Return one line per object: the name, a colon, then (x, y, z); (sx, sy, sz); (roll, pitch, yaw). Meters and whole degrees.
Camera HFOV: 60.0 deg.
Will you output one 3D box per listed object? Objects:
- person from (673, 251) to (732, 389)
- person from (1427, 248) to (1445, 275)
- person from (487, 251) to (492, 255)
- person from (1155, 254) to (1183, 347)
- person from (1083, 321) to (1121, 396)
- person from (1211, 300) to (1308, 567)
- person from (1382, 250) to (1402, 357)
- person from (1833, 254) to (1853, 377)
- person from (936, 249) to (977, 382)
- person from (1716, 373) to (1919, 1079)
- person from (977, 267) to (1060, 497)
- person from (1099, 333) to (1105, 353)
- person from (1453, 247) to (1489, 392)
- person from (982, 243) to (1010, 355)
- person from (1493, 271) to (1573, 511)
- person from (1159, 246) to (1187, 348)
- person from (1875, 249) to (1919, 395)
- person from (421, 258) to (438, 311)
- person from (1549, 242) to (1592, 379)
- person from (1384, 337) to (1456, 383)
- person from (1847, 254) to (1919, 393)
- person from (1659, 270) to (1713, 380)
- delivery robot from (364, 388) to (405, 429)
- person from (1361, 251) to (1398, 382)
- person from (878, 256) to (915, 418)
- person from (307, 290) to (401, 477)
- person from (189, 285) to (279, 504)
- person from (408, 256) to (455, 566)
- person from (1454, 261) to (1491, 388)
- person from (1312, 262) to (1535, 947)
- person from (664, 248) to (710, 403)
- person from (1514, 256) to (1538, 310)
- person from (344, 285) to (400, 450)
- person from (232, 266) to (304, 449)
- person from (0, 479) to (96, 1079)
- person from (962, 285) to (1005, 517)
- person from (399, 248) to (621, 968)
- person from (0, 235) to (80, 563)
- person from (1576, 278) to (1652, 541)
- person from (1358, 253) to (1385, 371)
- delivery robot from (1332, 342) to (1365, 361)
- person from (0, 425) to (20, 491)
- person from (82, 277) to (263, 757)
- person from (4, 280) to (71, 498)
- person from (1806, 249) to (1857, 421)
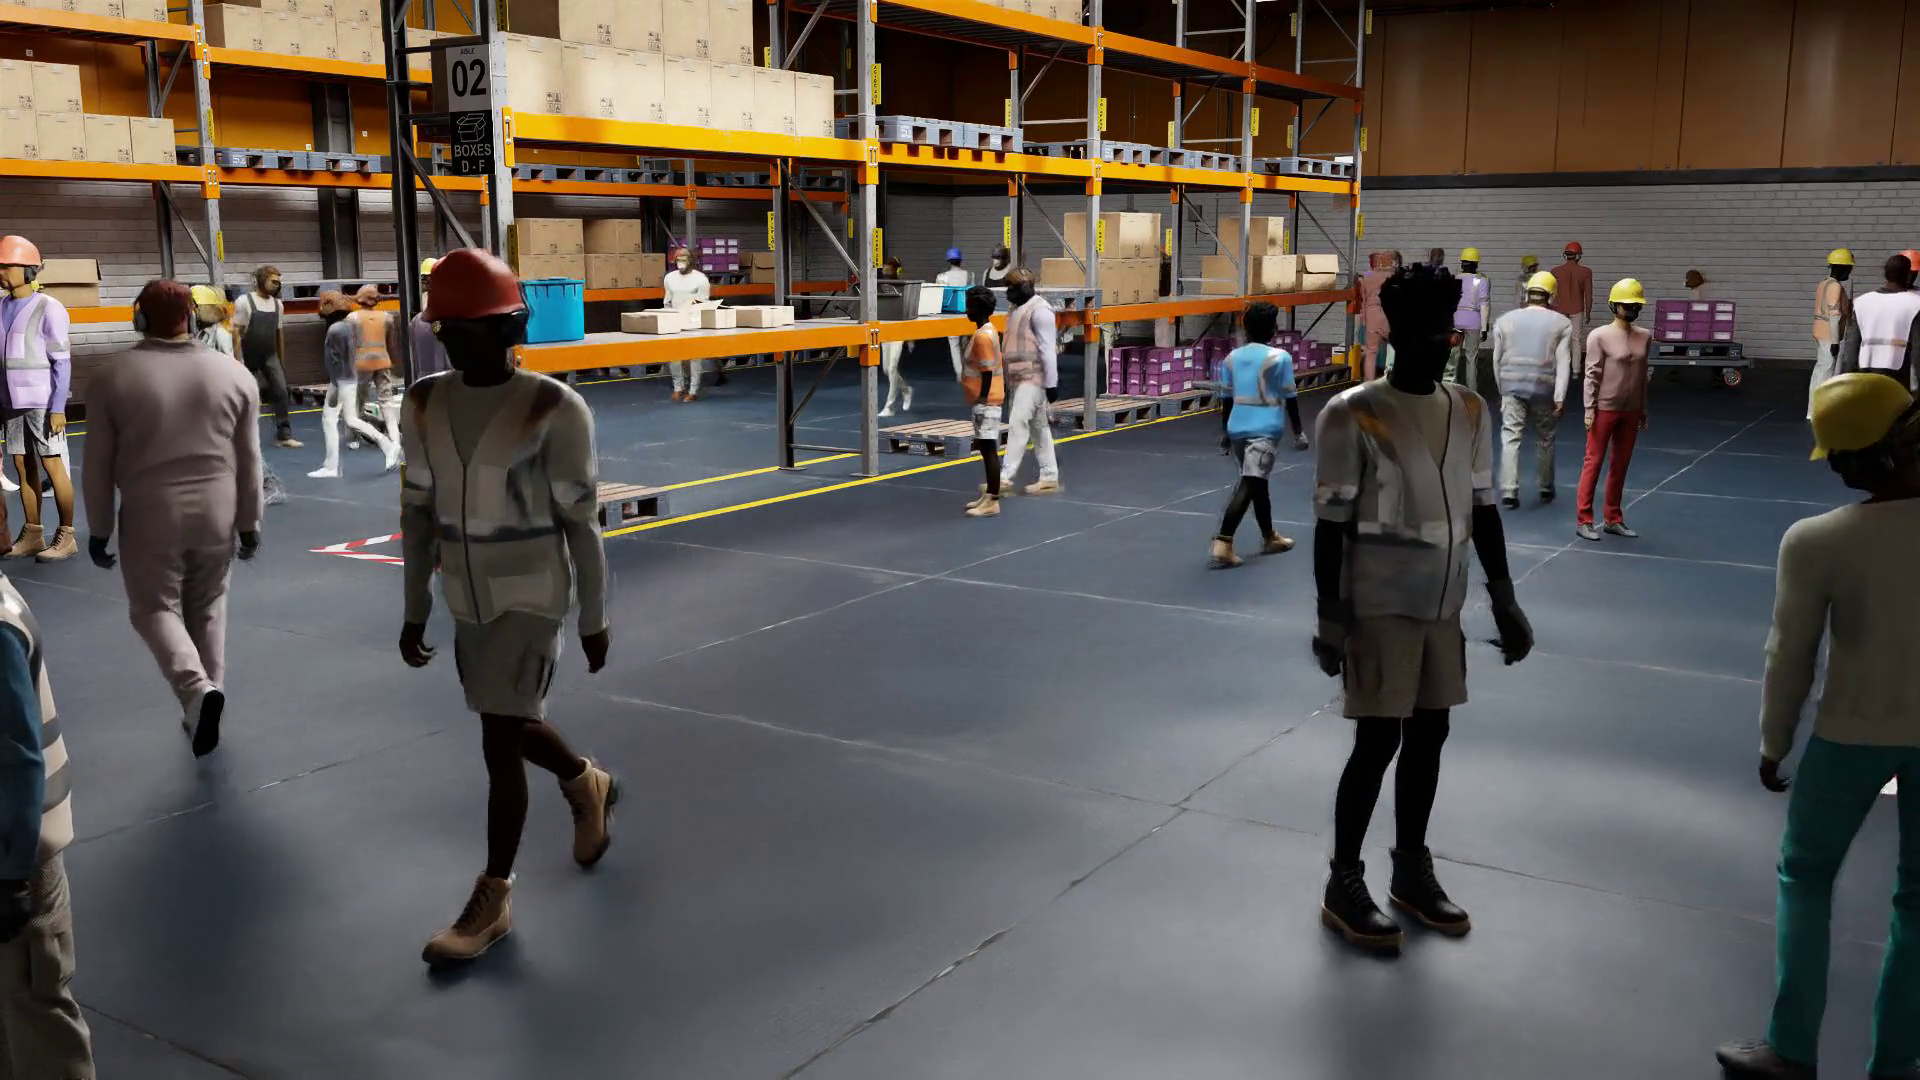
person: (-3.568, -3.012, 22.737); (0.577, 1.899, 0.783); (6, 12, 29)
person: (7.968, -3.919, 27.755); (0.653, 1.885, 0.683); (2, 10, 13)
person: (-6.028, -2.766, 21.395); (0.362, 1.883, 0.575); (-6, 12, -32)
person: (3.667, -4.195, 29.439); (0.623, 1.841, 0.430); (8, 13, 37)
person: (1.832, -2.763, 21.432); (0.518, 1.865, 0.328); (4, 11, 20)
person: (1.851, -0.672, 10.432); (0.882, 1.654, 0.541); (-7, 12, -34)
person: (6.025, -3.085, 23.169); (0.646, 1.895, 1.017); (6, 12, 28)
person: (11.414, -2.795, 21.583); (0.328, 1.875, 0.513); (-2, 10, -10)
person: (-0.062, -3.255, 24.060); (0.618, 1.889, 1.018); (-2, 10, -10)
person: (2.129, 0.484, 3.835); (0.603, 1.733, 0.380); (5, 11, 24)
person: (0.434, -1.242, 13.160); (0.848, 1.804, 0.657); (-3, 11, -18)
person: (2.651, -4.316, 29.994); (0.374, 1.900, 0.783); (0, 10, -2)
person: (6.335, -2.686, 20.827); (0.585, 1.928, 0.369); (9, 14, 41)
person: (0.642, -3.406, 24.501); (0.674, 2.000, 1.045); (8, 13, 39)
person: (4.343, -1.136, 12.644); (0.592, 1.777, 0.911); (5, 12, 28)
person: (3.128, -3.438, 24.827); (0.463, 1.981, 0.646); (-5, 12, -27)
person: (8.656, -1.702, 15.345); (0.544, 1.938, 0.355); (3, 11, 15)
person: (-5.416, -1.988, 17.220); (0.586, 1.835, 0.404); (9, 14, 42)
person: (8.920, -3.354, 24.347); (0.623, 1.990, 0.390); (5, 11, 25)
person: (3.304, -0.949, 12.009); (0.498, 1.636, 0.278); (3, 11, 17)
person: (7.727, -1.422, 13.888); (0.668, 1.902, 0.614); (-8, 13, -36)
person: (10.644, -3.101, 24.042); (0.815, 1.602, 0.513); (3, 11, 18)
delivery robot: (-5.521, -1.270, 16.525); (0.707, 0.478, 0.477); (-8, 13, -39)
person: (5.476, -2.771, 21.429); (0.678, 1.870, 0.736); (8, 13, 37)
person: (-0.739, -2.359, 19.248); (0.527, 1.850, 0.789); (6, 12, 30)
person: (-5.231, -1.339, 14.247); (0.699, 1.603, 0.505); (-1, 10, -7)
person: (-5.486, -1.039, 12.336); (0.497, 1.703, 0.890); (9, 13, 40)
person: (-3.118, -0.777, 10.253); (0.540, 1.930, 0.382); (6, 12, 31)
person: (6.942, -2.995, 22.785); (0.634, 1.839, 0.429); (1, 10, 8)
person: (1.326, 0.184, 4.841); (0.628, 1.960, 0.449); (-6, 12, -29)
person: (-3.403, -2.635, 20.553); (0.667, 1.919, 0.583); (3, 11, 19)
person: (8.825, -3.501, 25.754); (0.644, 1.767, 0.935); (-1, 10, -5)
person: (-5.637, -1.636, 15.931); (0.525, 1.598, 0.774); (-8, 13, -39)
person: (-6.876, -1.777, 16.187); (0.891, 1.794, 0.542); (7, 13, 35)
person: (-1.929, 0.620, 3.304); (0.315, 1.641, 0.515); (-9, 14, -41)
person: (0.171, -1.015, 12.207); (0.317, 1.696, 0.540); (0, 10, 2)
person: (-1.294, 0.147, 4.921); (0.608, 2.011, 0.985); (4, 11, 22)
person: (-5.865, -0.877, 10.472); (0.608, 2.048, 0.364); (4, 11, 19)
person: (4.451, -0.876, 11.249); (0.533, 1.767, 0.327); (-4, 11, -20)
person: (6.404, -3.551, 25.913); (0.583, 1.814, 0.792); (-3, 11, -18)
delivery robot: (5.904, -2.847, 25.261); (0.477, 0.478, 0.707); (7, 12, 33)
person: (-7.811, -1.303, 13.224); (0.403, 1.906, 0.652); (4, 11, 21)
person: (-3.064, -0.088, 6.556); (0.654, 1.881, 0.739); (-9, 14, -41)
person: (-7.277, -1.211, 13.107); (0.327, 1.765, 0.529); (-9, 13, -40)
person: (9.657, -2.253, 18.427); (0.372, 1.925, 0.595); (3, 11, 15)
